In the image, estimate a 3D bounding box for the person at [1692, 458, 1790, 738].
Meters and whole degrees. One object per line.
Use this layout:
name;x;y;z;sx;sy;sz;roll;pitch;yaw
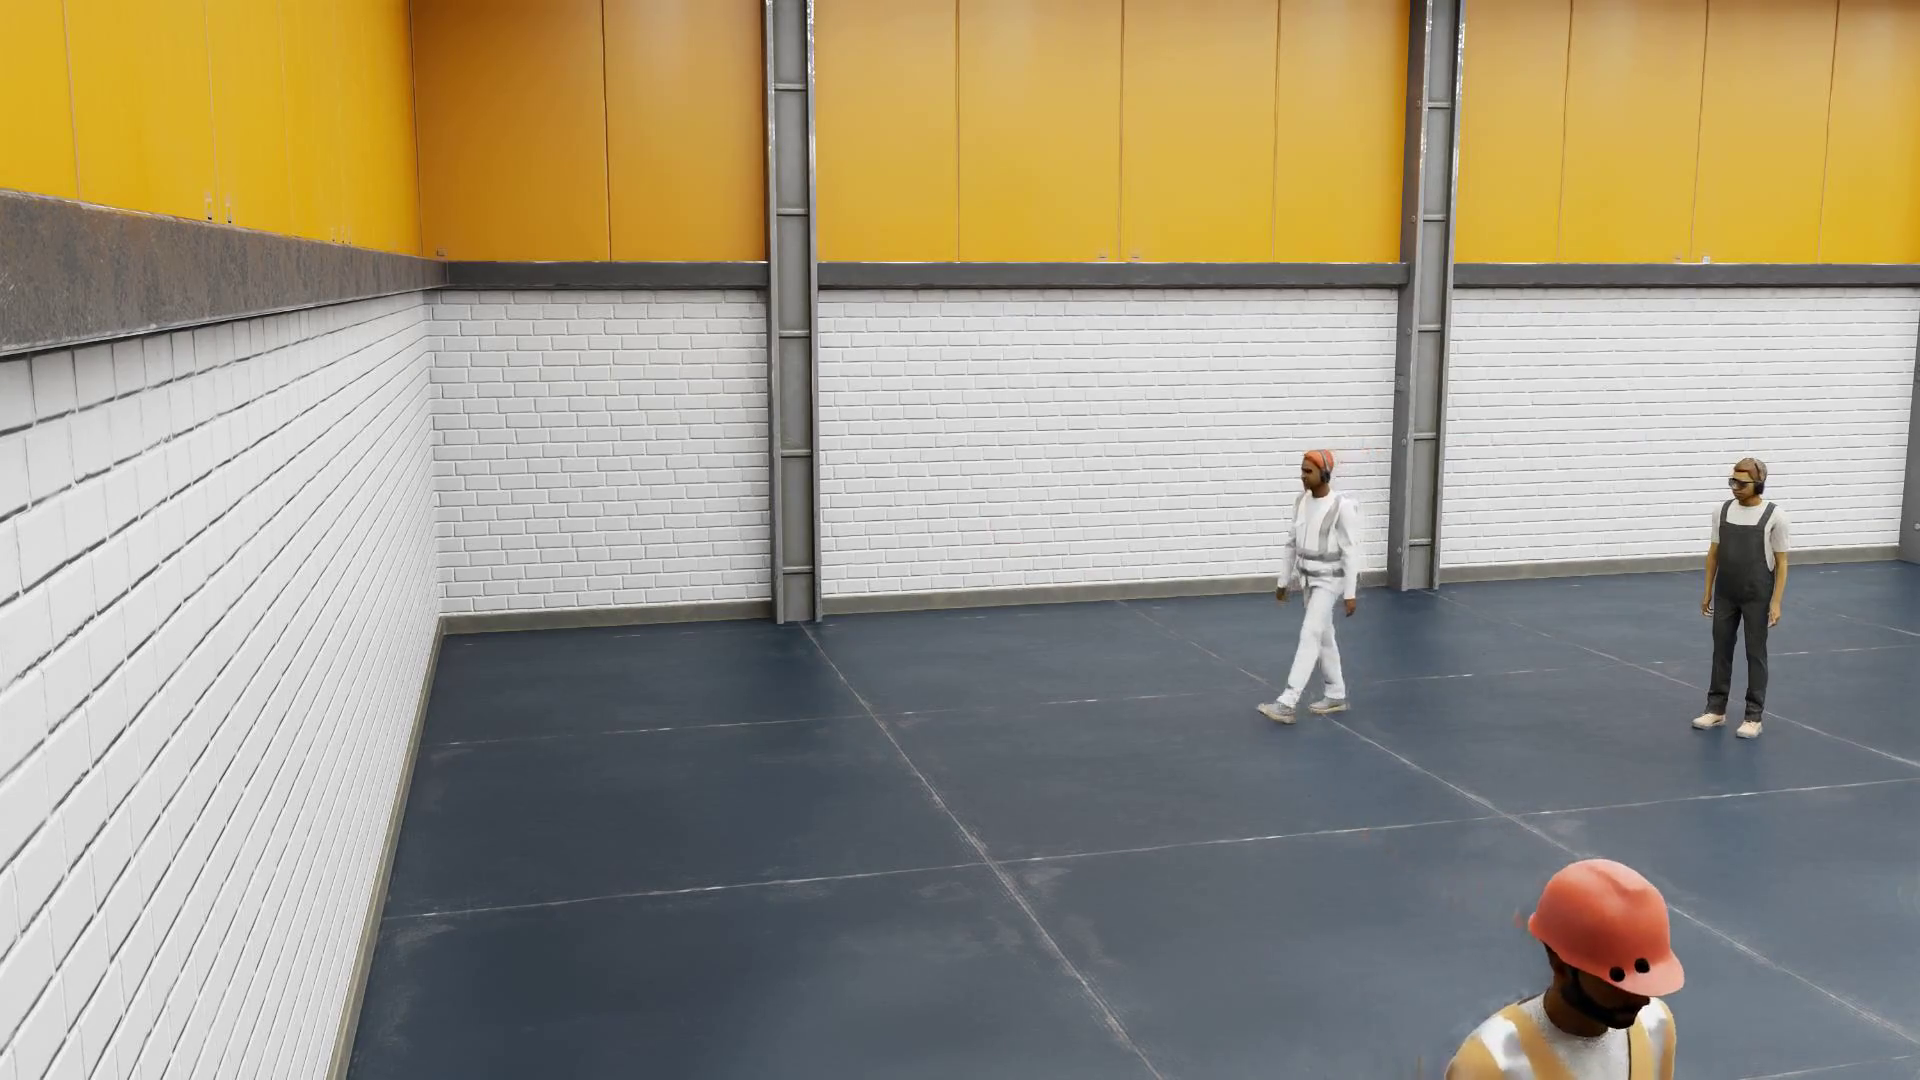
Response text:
person;5.131;0.373;10.906;0.327;1.842;0.511;-7;12;-39

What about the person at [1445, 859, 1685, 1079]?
person;1.180;1.528;3.501;0.535;1.909;0.668;-5;10;-29

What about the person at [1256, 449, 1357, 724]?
person;2.323;0.314;11.266;0.898;1.843;0.593;-4;10;-22
